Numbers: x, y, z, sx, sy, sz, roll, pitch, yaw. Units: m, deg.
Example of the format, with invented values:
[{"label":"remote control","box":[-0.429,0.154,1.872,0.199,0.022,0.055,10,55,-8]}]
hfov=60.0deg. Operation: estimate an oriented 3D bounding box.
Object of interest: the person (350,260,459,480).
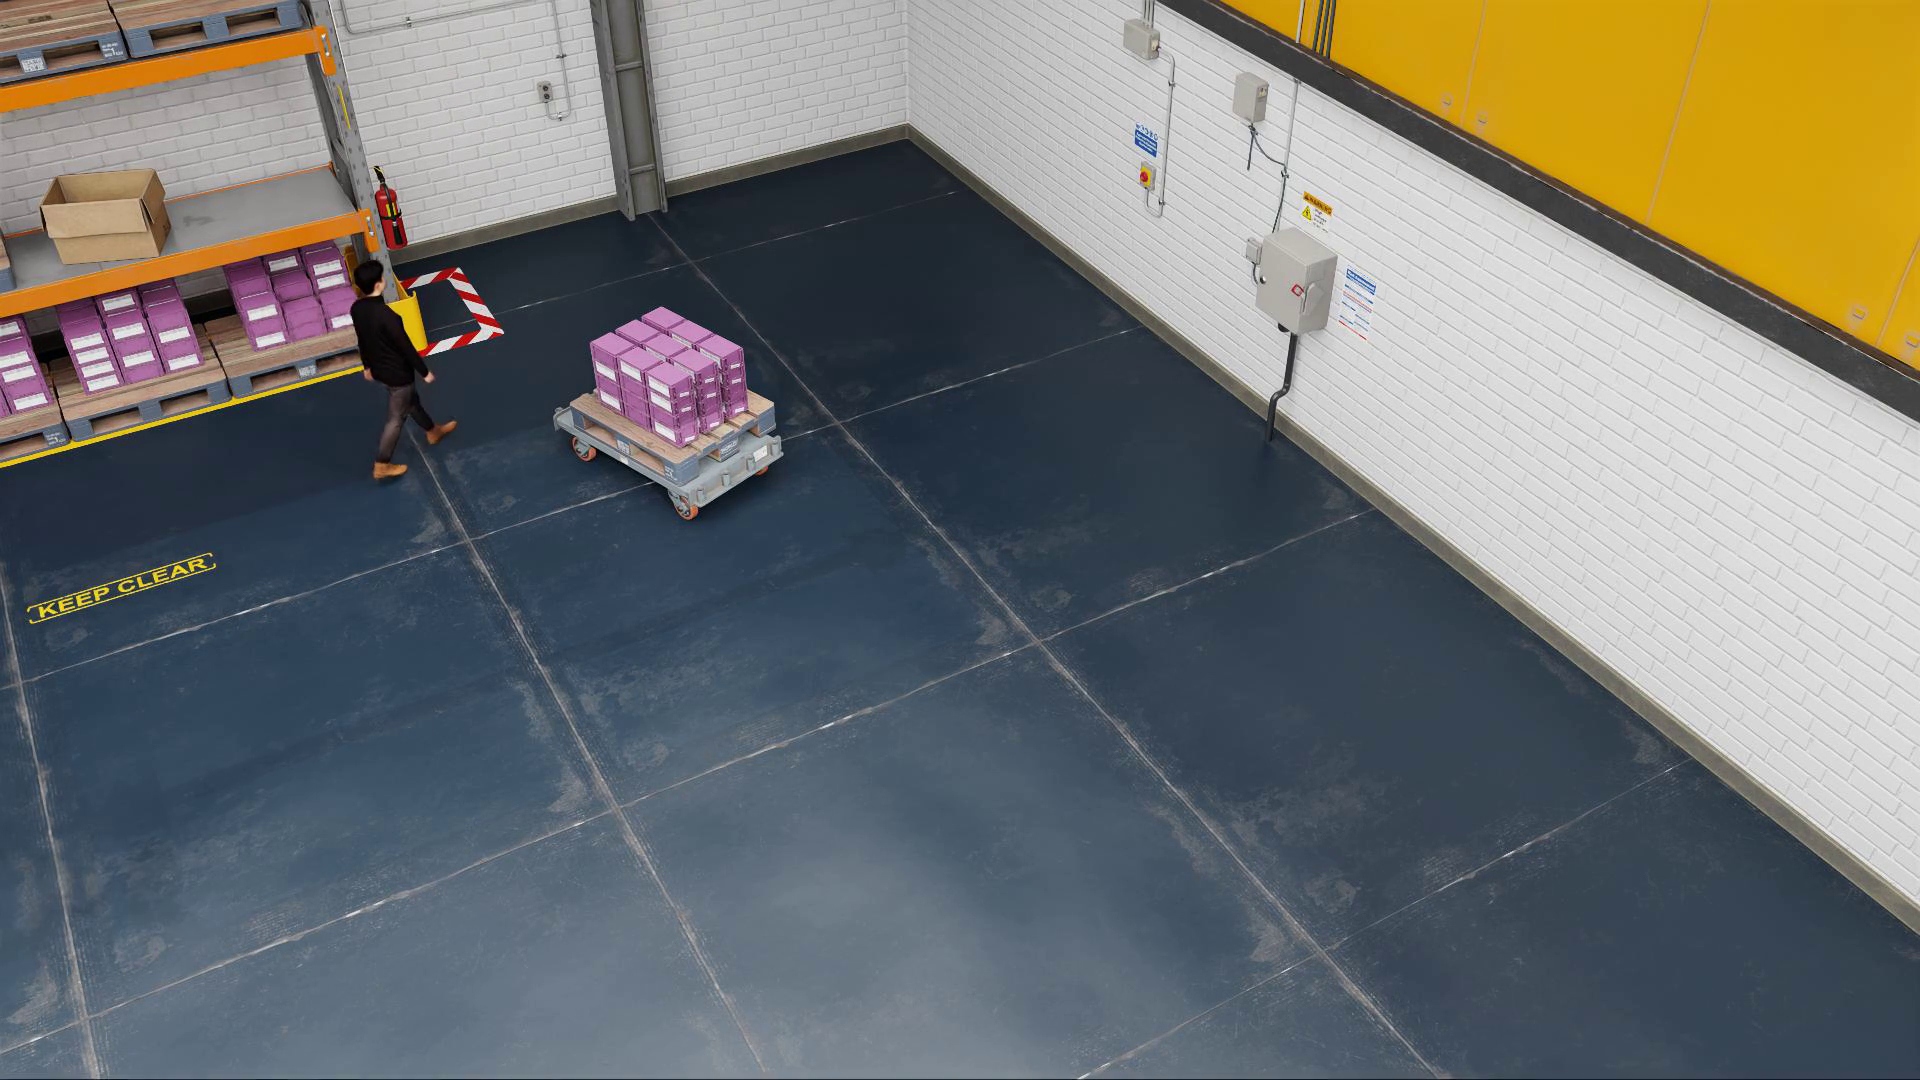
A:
[{"label":"person","box":[-4.231,-1.216,12.252,0.881,1.688,1.167,28,46,31]}]
